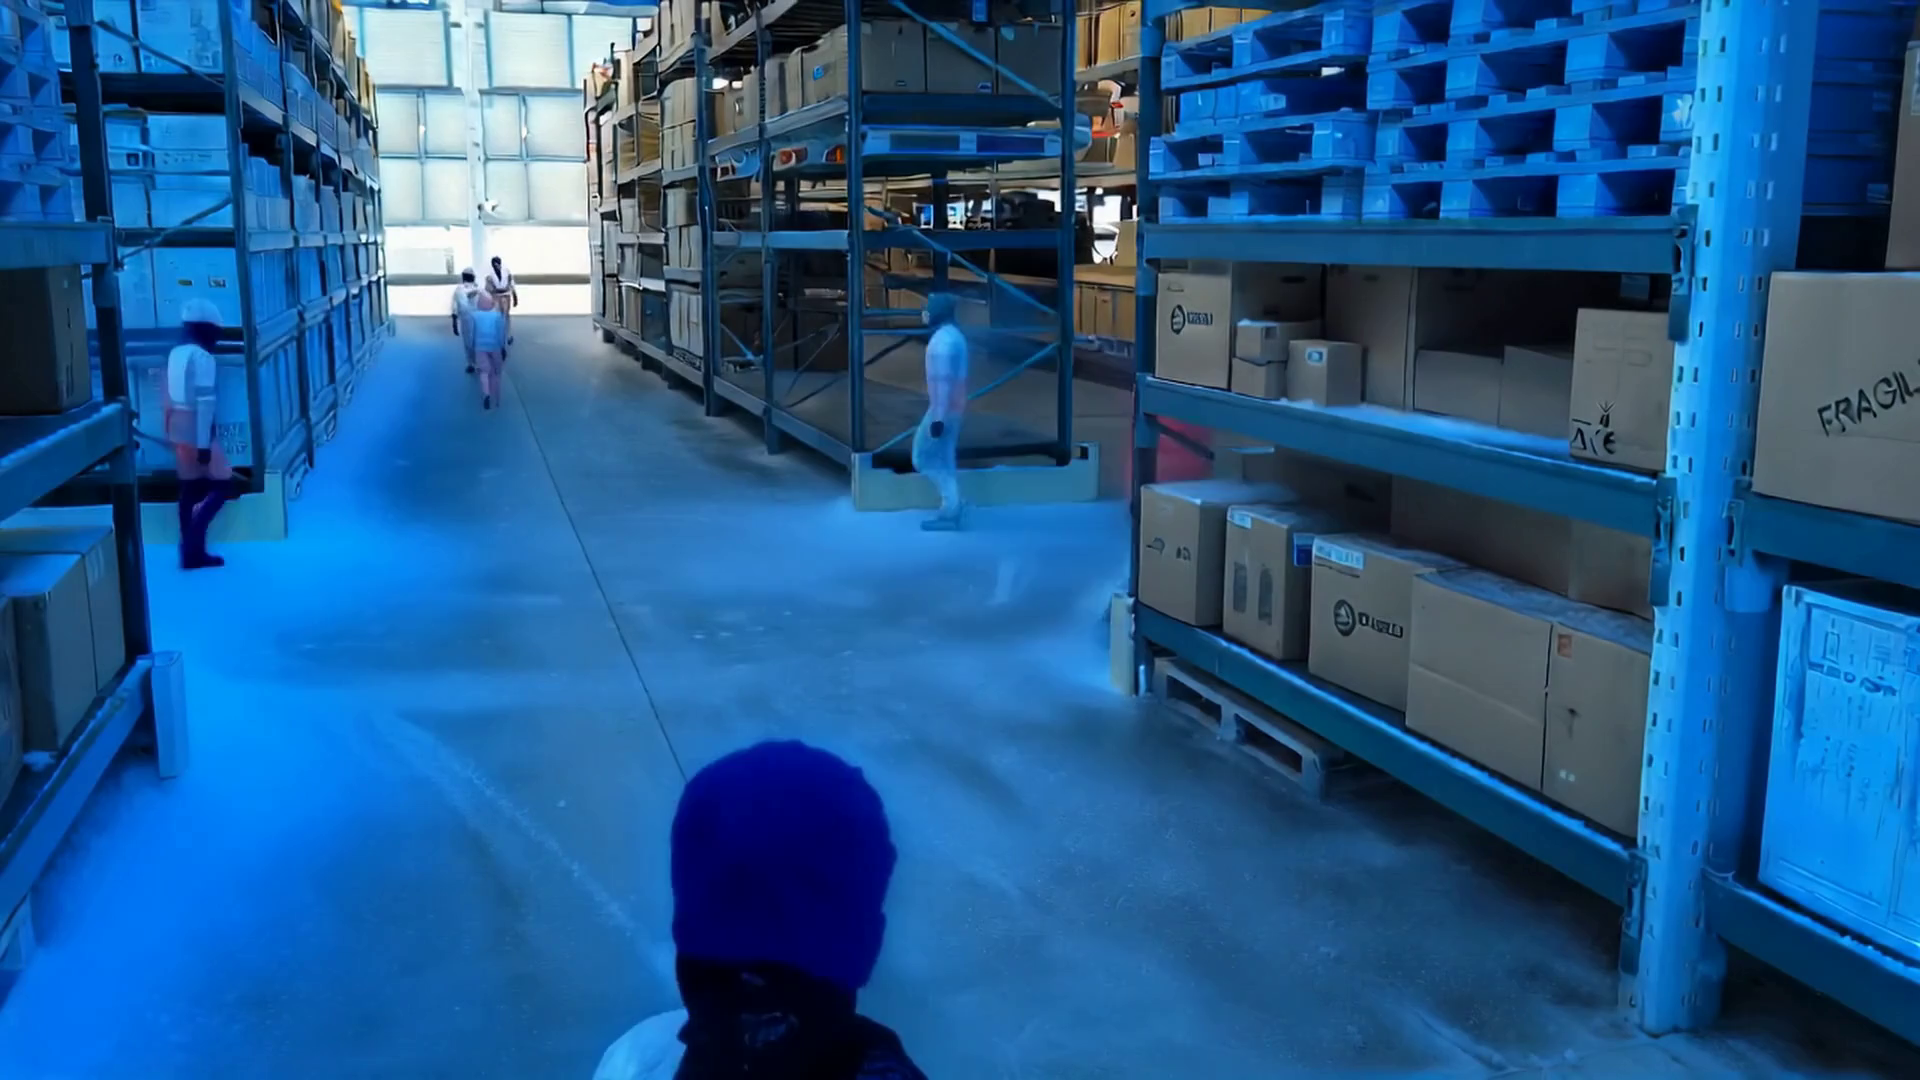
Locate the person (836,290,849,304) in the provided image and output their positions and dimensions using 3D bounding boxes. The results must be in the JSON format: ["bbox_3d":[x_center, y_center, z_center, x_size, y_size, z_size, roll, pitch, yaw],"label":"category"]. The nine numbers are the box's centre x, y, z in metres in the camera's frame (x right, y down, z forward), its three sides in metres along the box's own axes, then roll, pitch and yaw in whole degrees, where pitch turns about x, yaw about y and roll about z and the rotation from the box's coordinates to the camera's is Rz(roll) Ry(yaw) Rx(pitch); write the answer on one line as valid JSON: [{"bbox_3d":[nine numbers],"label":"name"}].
[{"bbox_3d":[-2.539,-5.257,36.632,0.407,1.877,0.630,-8,13,-36],"label":"person"}]

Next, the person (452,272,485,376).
[{"bbox_3d":[-8.352,-3.681,28.364,0.605,1.760,1.003,-2,10,-10],"label":"person"}]

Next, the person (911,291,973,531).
[{"bbox_3d":[-0.159,-1.004,13.181,0.442,1.923,0.638,2,11,12],"label":"person"}]

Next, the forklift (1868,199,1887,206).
[{"bbox_3d":[11.338,-2.915,21.052,1.129,2.768,1.873,-3,11,-17],"label":"forklift"}]

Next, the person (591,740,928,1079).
[{"bbox_3d":[-0.145,1.114,1.594,0.596,1.920,0.380,9,14,40],"label":"person"}]

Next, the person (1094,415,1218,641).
[{"bbox_3d":[1.179,-0.260,9.466,0.912,1.813,0.616,-3,11,-17],"label":"person"}]

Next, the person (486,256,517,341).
[{"bbox_3d":[-10.265,-5.392,37.297,0.645,1.905,0.598,-4,11,-19],"label":"person"}]

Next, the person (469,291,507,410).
[{"bbox_3d":[-6.429,-2.581,22.700,0.510,1.609,0.721,-3,11,-18],"label":"person"}]

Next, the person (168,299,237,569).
[{"bbox_3d":[-5.367,-0.740,11.765,0.553,1.917,0.462,8,13,38],"label":"person"}]

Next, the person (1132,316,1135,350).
[{"bbox_3d":[2.488,-2.461,21.981,0.266,1.631,0.507,-9,14,-40],"label":"person"}]
